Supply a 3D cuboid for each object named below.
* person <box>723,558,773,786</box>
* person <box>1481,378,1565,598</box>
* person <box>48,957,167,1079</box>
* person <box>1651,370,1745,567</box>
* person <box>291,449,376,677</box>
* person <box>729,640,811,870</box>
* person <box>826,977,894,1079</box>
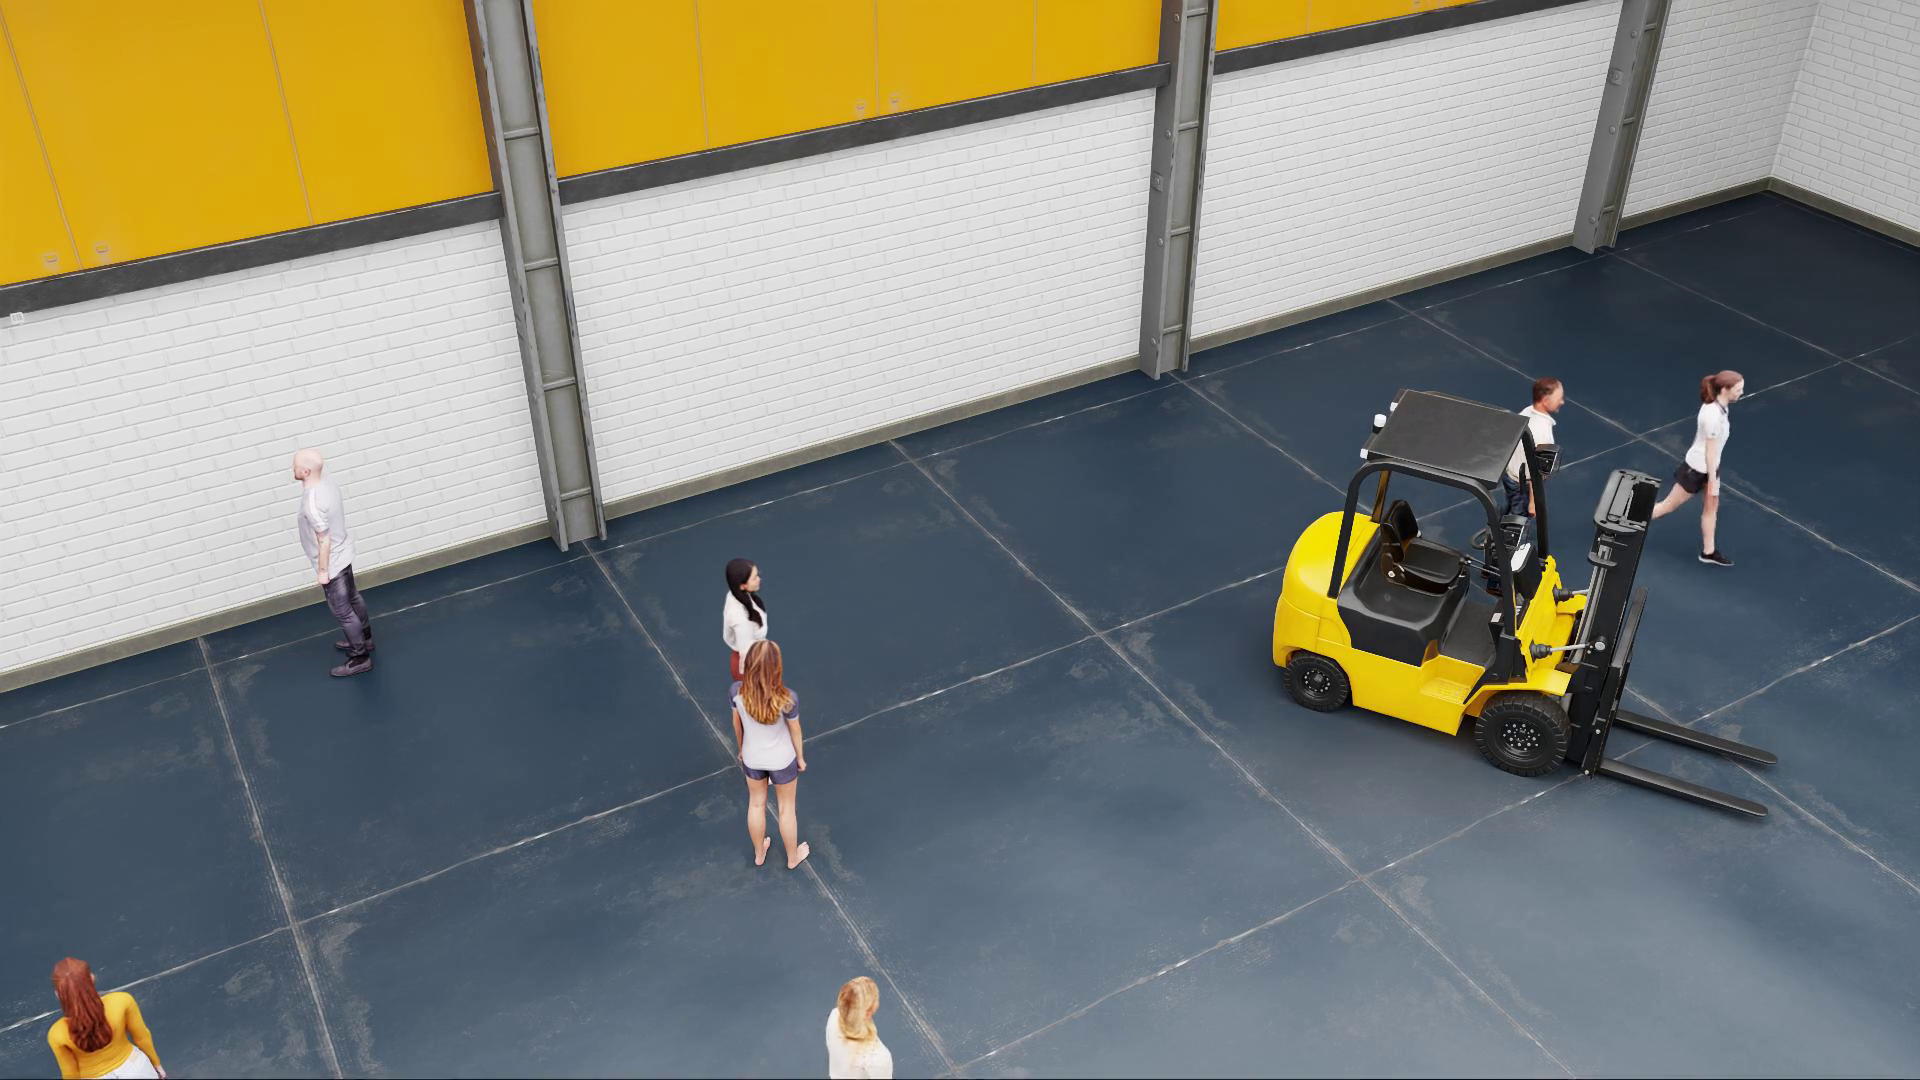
[{"bbox_3d":[-1.393,0.865,10.996,0.631,1.750,0.661,-5,34,-7],"label":"person"},{"bbox_3d":[4.332,-0.426,12.848,0.767,1.851,0.749,3,34,5],"label":"person"},{"bbox_3d":[-4.150,2.712,8.219,0.574,1.750,0.690,-27,42,-35],"label":"person"},{"bbox_3d":[5.741,-0.558,13.177,1.086,1.707,1.176,15,36,21],"label":"person"},{"bbox_3d":[-4.528,0.135,12.022,0.711,1.832,0.731,-5,34,-8],"label":"person"},{"bbox_3d":[-1.183,1.342,10.295,0.674,1.732,0.741,7,34,11],"label":"person"},{"bbox_3d":[-0.550,2.826,8.013,0.978,1.788,0.750,-26,42,-33],"label":"person"}]
